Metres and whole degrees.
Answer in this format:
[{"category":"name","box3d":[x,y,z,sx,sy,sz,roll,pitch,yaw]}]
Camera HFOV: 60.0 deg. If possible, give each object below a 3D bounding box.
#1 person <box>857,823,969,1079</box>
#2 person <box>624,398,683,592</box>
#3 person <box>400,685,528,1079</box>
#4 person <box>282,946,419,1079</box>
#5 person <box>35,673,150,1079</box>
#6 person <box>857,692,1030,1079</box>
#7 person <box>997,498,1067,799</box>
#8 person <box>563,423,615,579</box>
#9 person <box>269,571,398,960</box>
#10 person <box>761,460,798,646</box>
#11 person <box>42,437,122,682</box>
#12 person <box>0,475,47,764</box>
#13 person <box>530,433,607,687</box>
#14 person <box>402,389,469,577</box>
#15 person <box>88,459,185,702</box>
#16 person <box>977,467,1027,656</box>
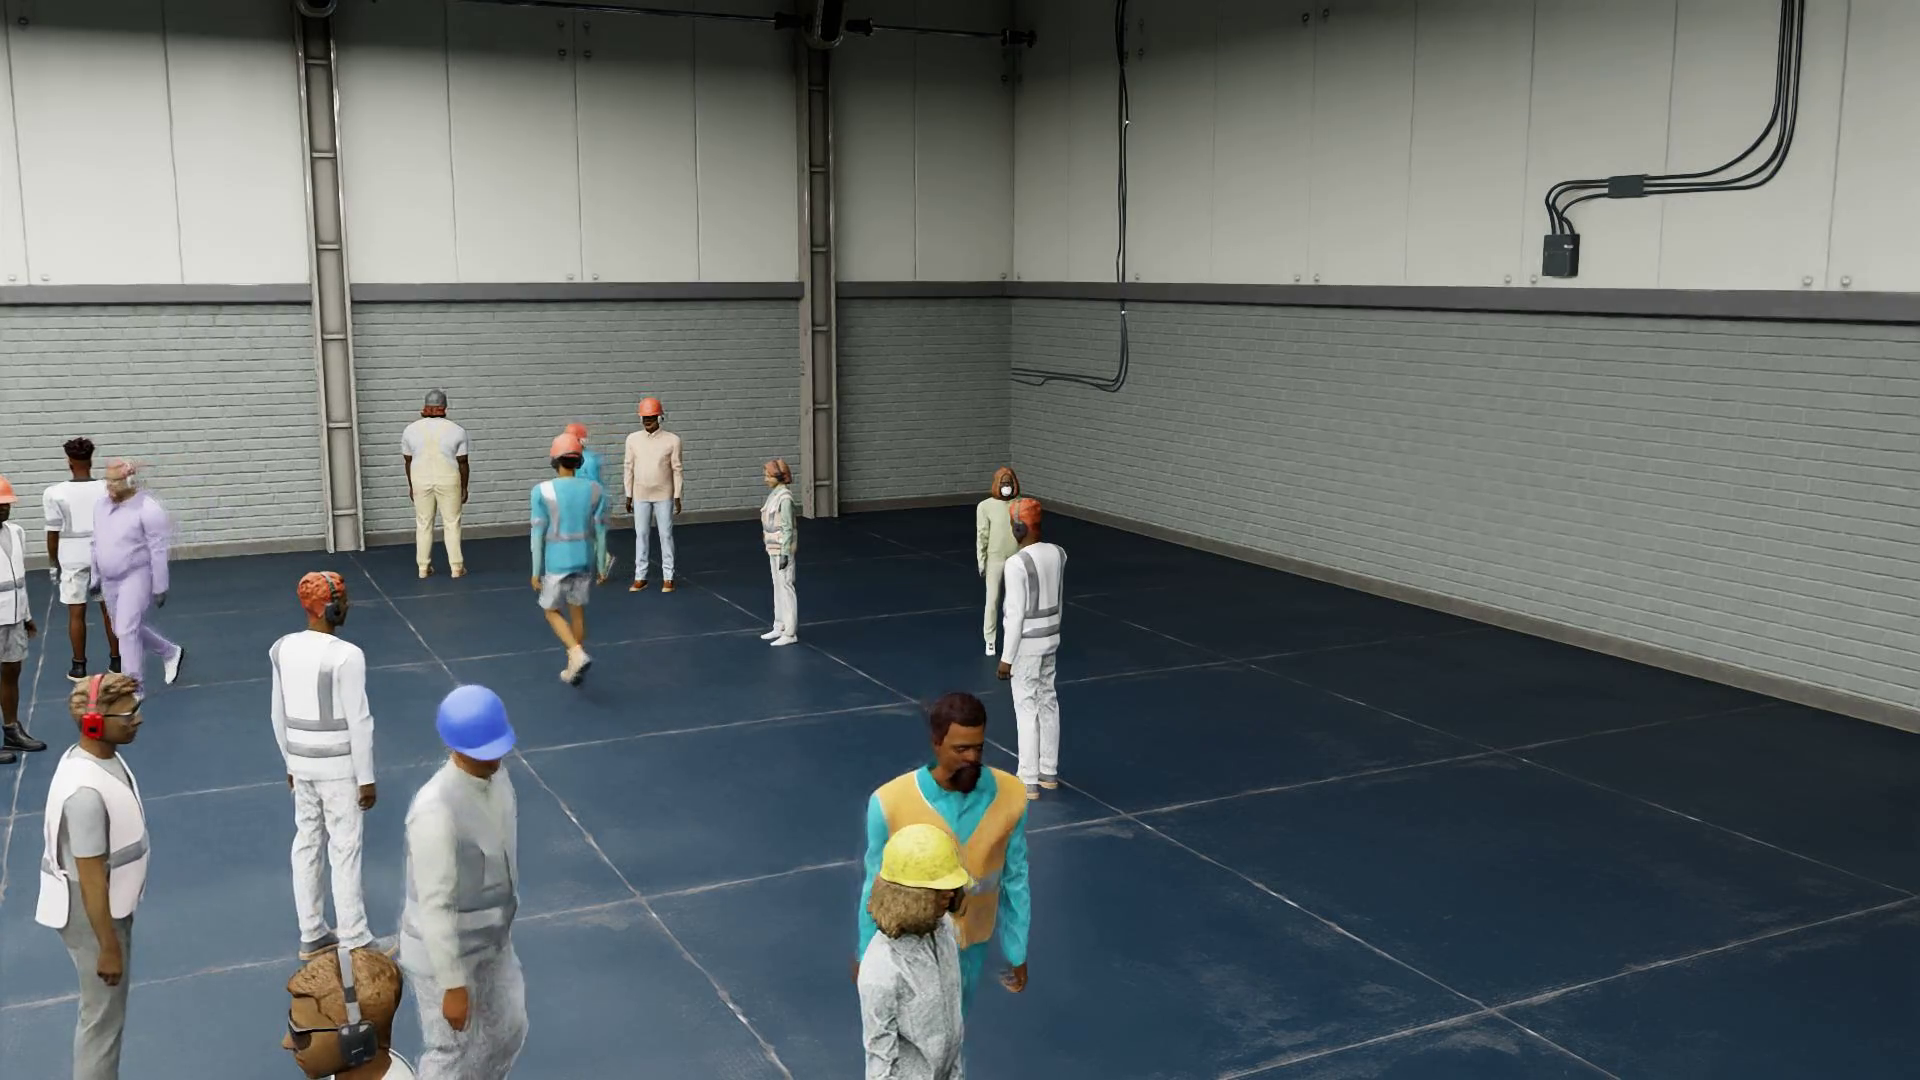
[{"category":"person","box3d":[-0.115,1.649,4.811,0.313,1.736,0.486,4,10,24]},{"category":"person","box3d":[-3.134,-0.456,16.981,0.608,1.995,0.377,1,9,5]},{"category":"person","box3d":[-1.726,1.407,5.780,0.564,1.901,0.634,2,9,11]},{"category":"person","box3d":[-1.283,1.775,3.694,0.326,1.843,0.517,-6,11,-35]},{"category":"person","box3d":[-3.159,1.389,6.111,0.401,1.837,0.566,-4,10,-22]},{"category":"person","box3d":[-0.072,1.408,5.935,0.606,1.867,1.030,-4,10,-24]},{"category":"person","box3d":[0.438,0.670,10.374,0.355,1.887,0.573,6,11,35]},{"category":"person","box3d":[-3.890,-0.365,17.217,0.647,1.727,0.569,-8,12,-41]},{"category":"person","box3d":[-2.985,1.080,7.864,0.574,1.881,0.357,5,10,27]},{"category":"person","box3d":[-1.576,0.107,14.607,0.308,1.638,0.511,-3,10,-20]},{"category":"person","box3d":[-6.991,0.161,13.333,0.599,1.948,0.370,-7,12,-37]},{"category":"person","box3d":[-6.428,0.516,11.163,0.379,1.938,0.547,2,9,12]},{"category":"person","box3d":[-3.030,0.179,12.977,0.624,2.023,0.584,-7,11,-35]},{"category":"person","box3d":[-5.584,-0.617,17.833,0.683,2.000,0.537,-1,9,-6]},{"category":"person","box3d":[-6.295,0.296,12.718,0.648,1.880,0.798,4,10,25]},{"category":"person","box3d":[0.386,0.184,14.181,0.498,1.627,0.279,-2,9,-13]}]
